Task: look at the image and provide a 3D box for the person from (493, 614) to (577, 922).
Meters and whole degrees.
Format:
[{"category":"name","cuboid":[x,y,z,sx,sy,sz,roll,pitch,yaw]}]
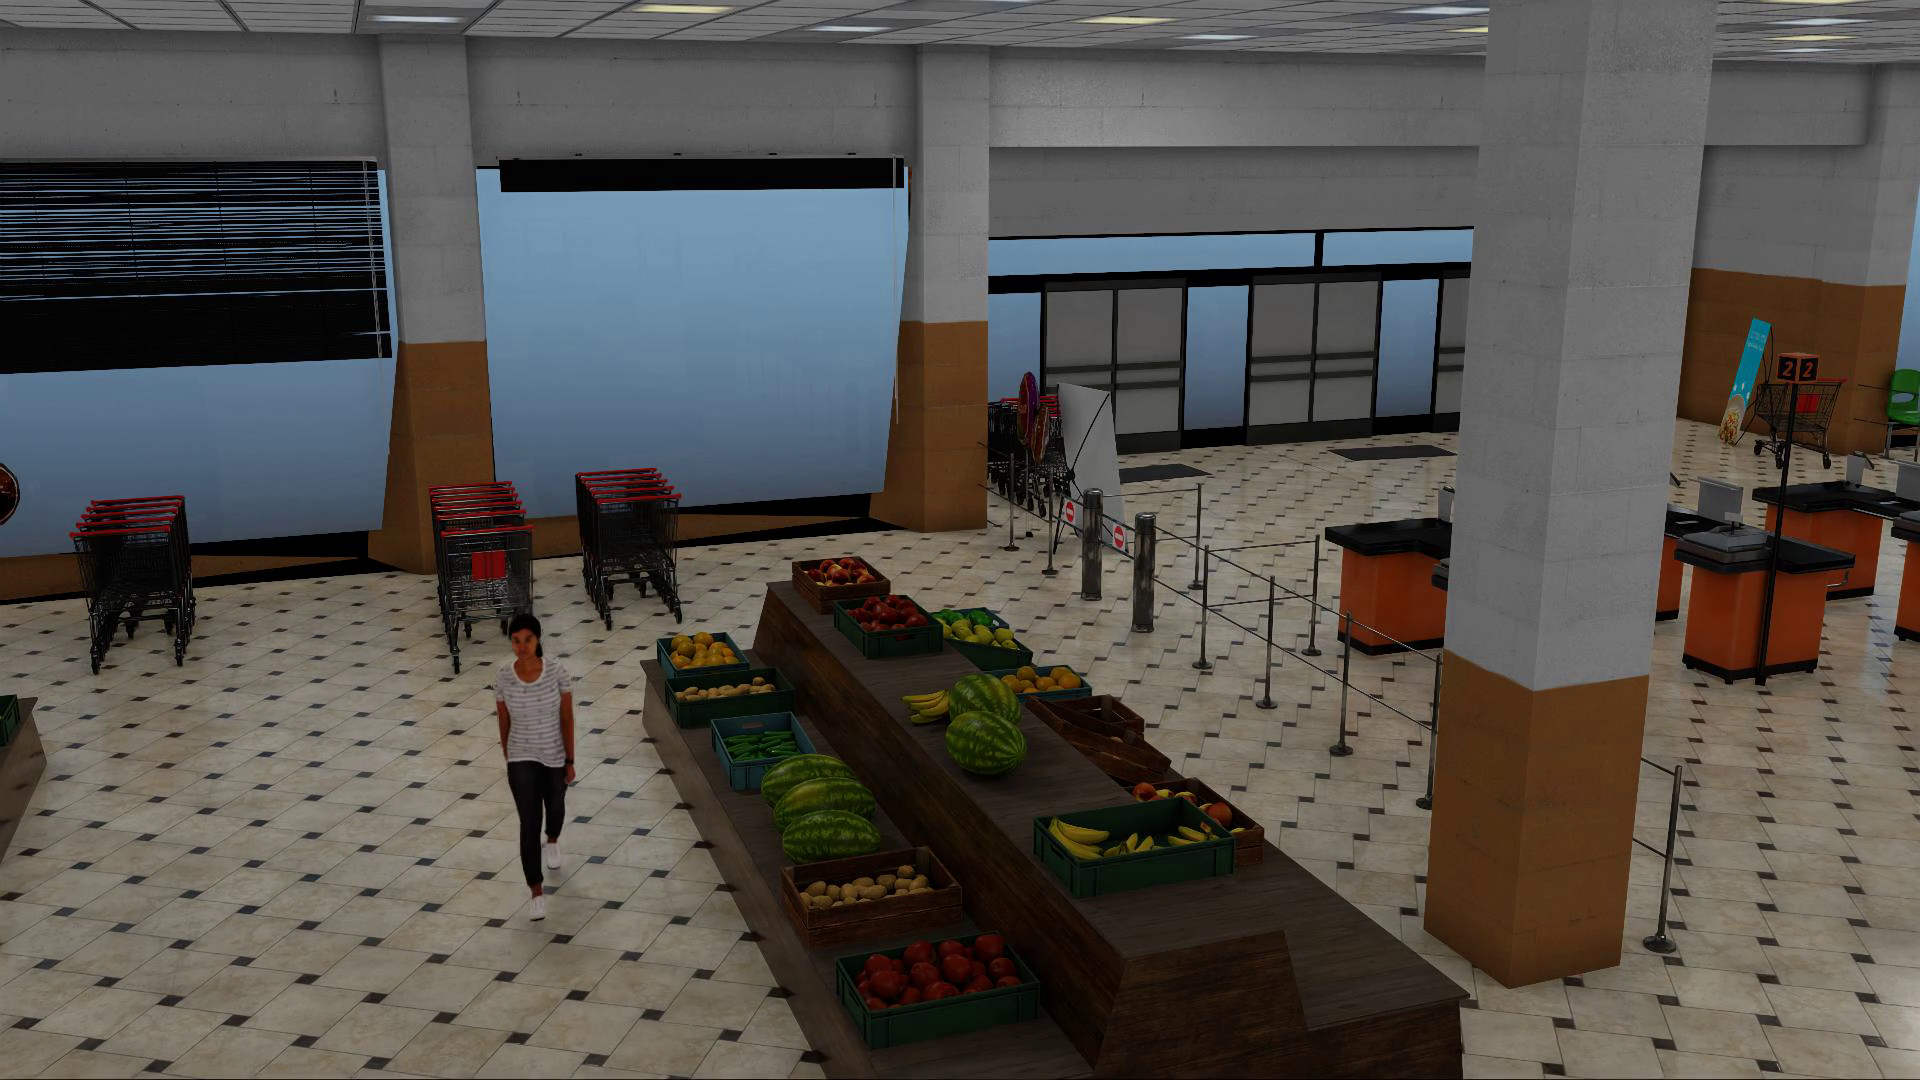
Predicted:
[{"category":"person","cuboid":[-2.297,1.183,9.128,0.611,1.598,1.156,-4,14,-15]}]
